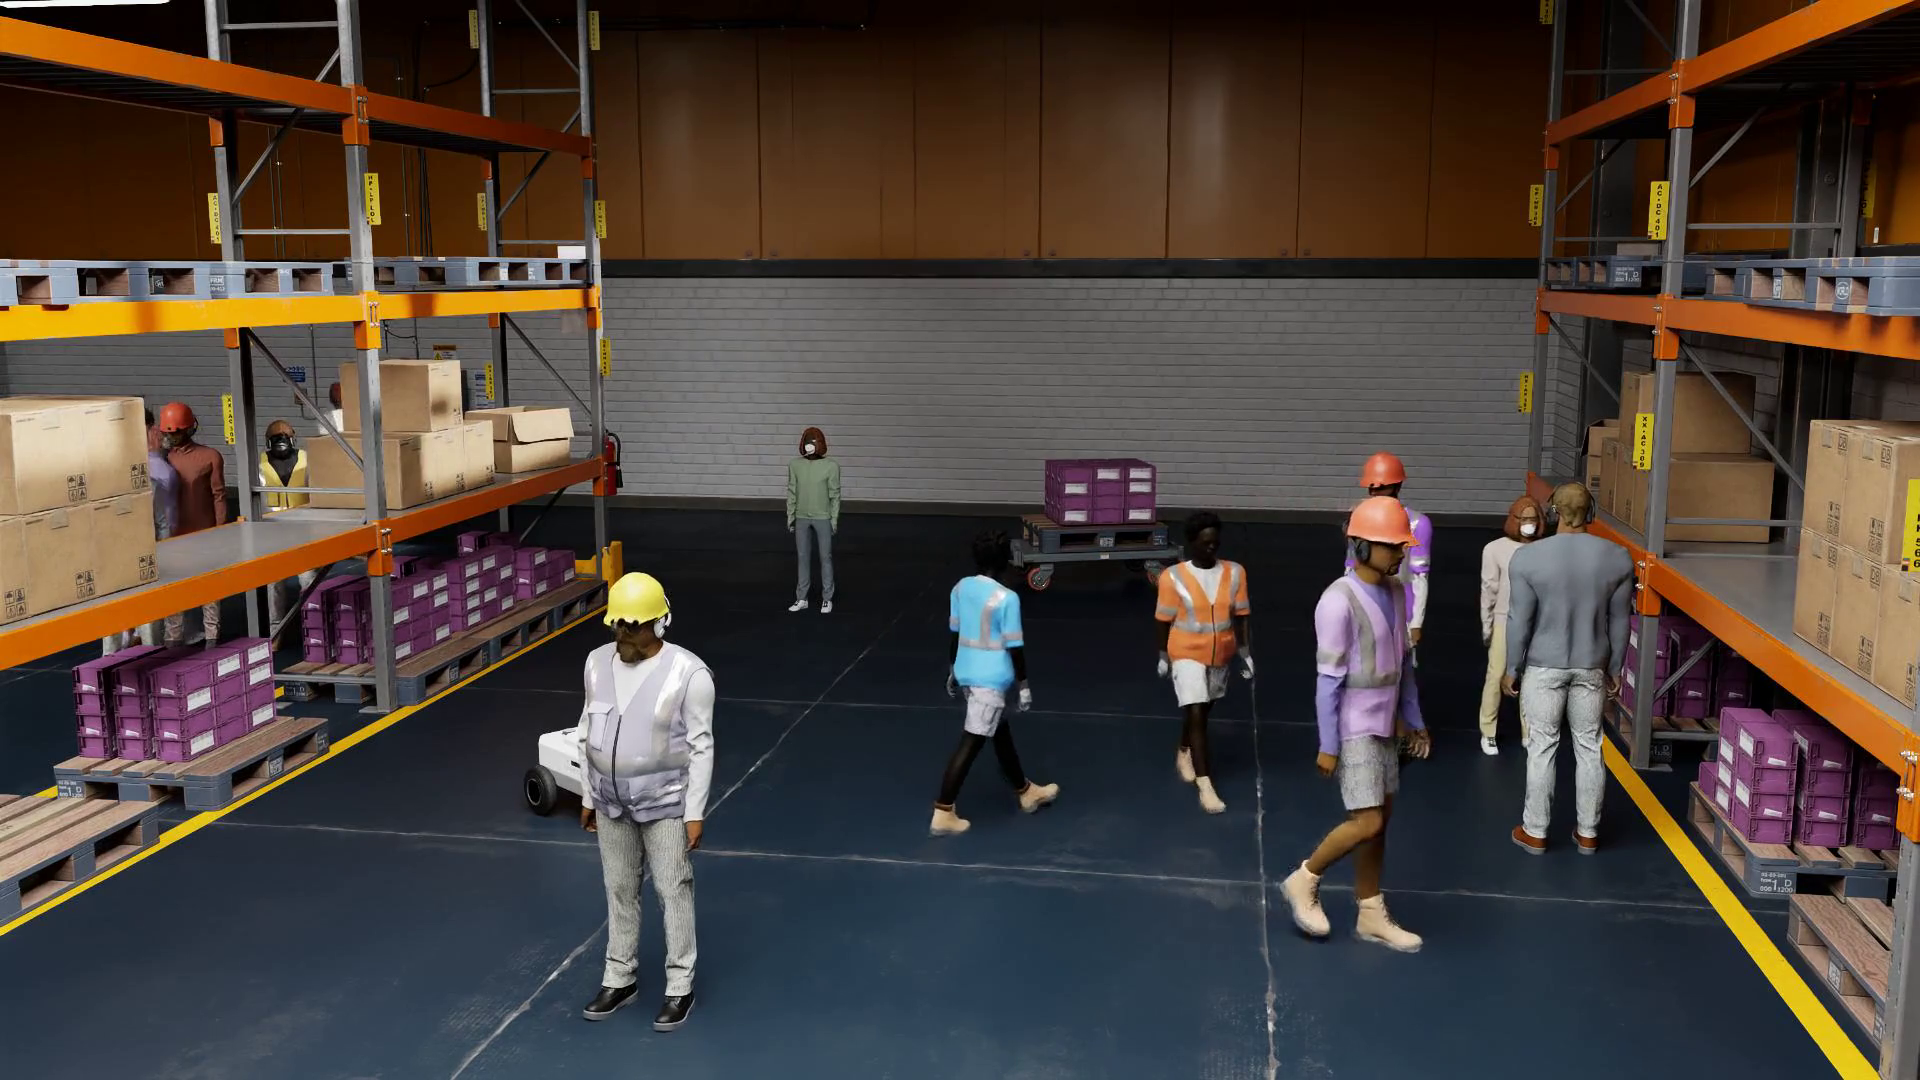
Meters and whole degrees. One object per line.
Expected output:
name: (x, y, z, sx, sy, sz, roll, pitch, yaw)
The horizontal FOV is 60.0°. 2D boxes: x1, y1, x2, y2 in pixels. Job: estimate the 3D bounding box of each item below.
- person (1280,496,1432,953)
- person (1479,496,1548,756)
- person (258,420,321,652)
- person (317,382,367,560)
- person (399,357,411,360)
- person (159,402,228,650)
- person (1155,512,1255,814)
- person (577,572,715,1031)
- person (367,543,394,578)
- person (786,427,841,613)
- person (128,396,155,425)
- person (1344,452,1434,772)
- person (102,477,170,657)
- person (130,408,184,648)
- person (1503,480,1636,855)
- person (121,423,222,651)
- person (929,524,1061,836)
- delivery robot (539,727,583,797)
person: (1.788, 0.806, 7.311, 0.539, 2.030, 0.636, 7, 12, 38)
person: (3.453, 0.531, 10.256, 0.492, 1.625, 0.282, 0, 9, 0)
person: (-5.283, -0.029, 13.093, 0.622, 1.836, 0.430, -4, 10, -22)
person: (-6.438, -0.727, 17.367, 0.603, 1.829, 0.960, -8, 12, -42)
person: (-6.772, -1.274, 20.436, 0.380, 1.934, 0.566, 6, 11, 31)
person: (-6.004, -0.078, 12.901, 0.611, 1.985, 0.393, -1, 9, -8)
person: (1.374, 0.647, 9.450, 0.542, 1.657, 0.862, -3, 10, -17)
person: (-1.262, 1.024, 6.587, 0.588, 1.829, 0.404, 3, 10, 19)
person: (-5.171, -0.369, 14.815, 0.931, 1.955, 0.635, 7, 12, 39)
person: (-1.287, -0.175, 14.573, 0.500, 1.636, 0.284, 3, 10, 16)
person: (-7.859, -0.454, 15.796, 0.622, 1.798, 0.902, 6, 11, 35)
person: (2.531, 0.434, 9.949, 0.544, 1.926, 0.400, 8, 12, 40)
person: (-6.030, 0.144, 12.006, 0.600, 1.828, 0.404, -3, 10, -18)
person: (-6.366, -0.075, 13.023, 0.631, 1.940, 0.372, 2, 10, 14)
person: (3.092, 0.660, 8.513, 0.627, 1.934, 0.372, 1, 9, 3)
person: (-6.181, 0.019, 12.844, 0.655, 1.813, 1.081, 7, 12, 37)
person: (0.182, 0.734, 8.892, 0.895, 1.644, 0.546, -6, 11, -31)
delivery robot: (-1.996, 1.206, 9.093, 0.477, 0.478, 0.707, -9, 13, -43)
